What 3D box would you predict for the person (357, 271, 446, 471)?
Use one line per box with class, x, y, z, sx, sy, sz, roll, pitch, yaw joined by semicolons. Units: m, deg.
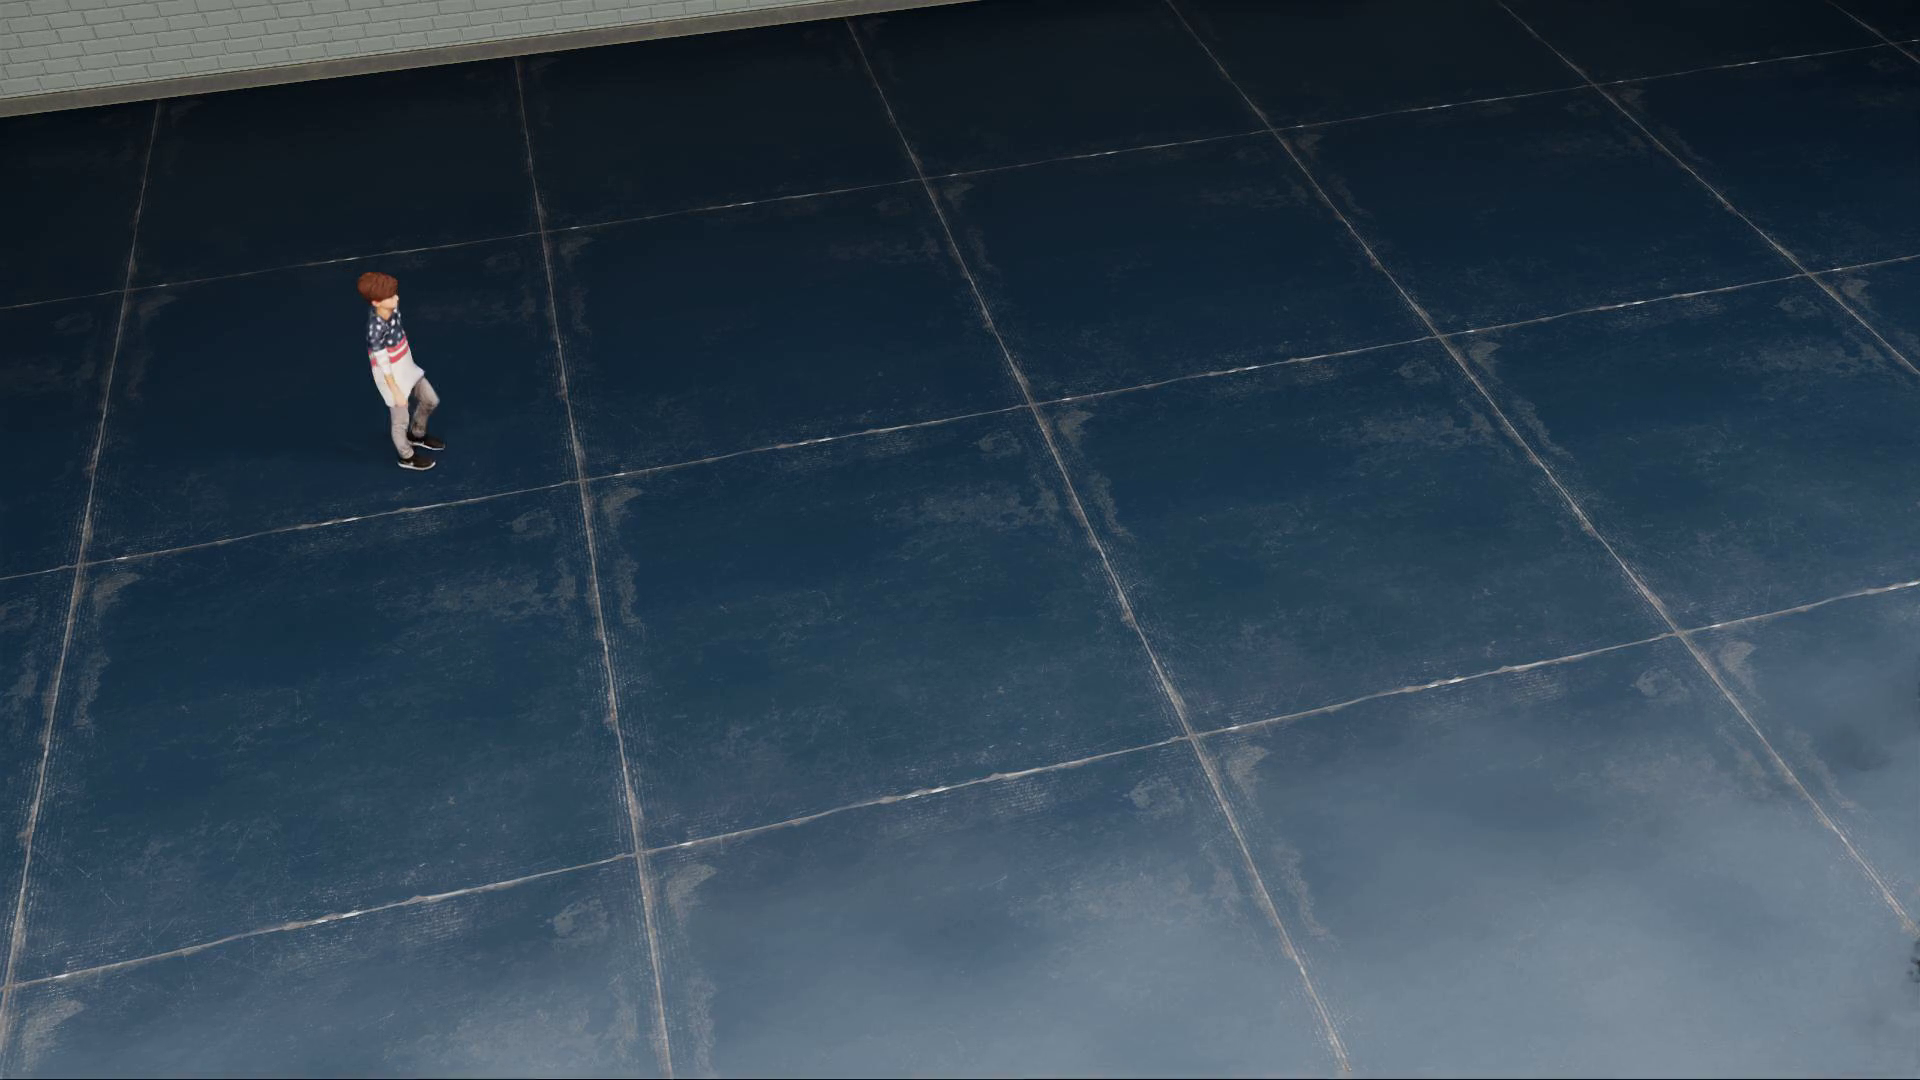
person;-3.533;-1.031;10.243;0.671;1.430;0.573;7;43;7
